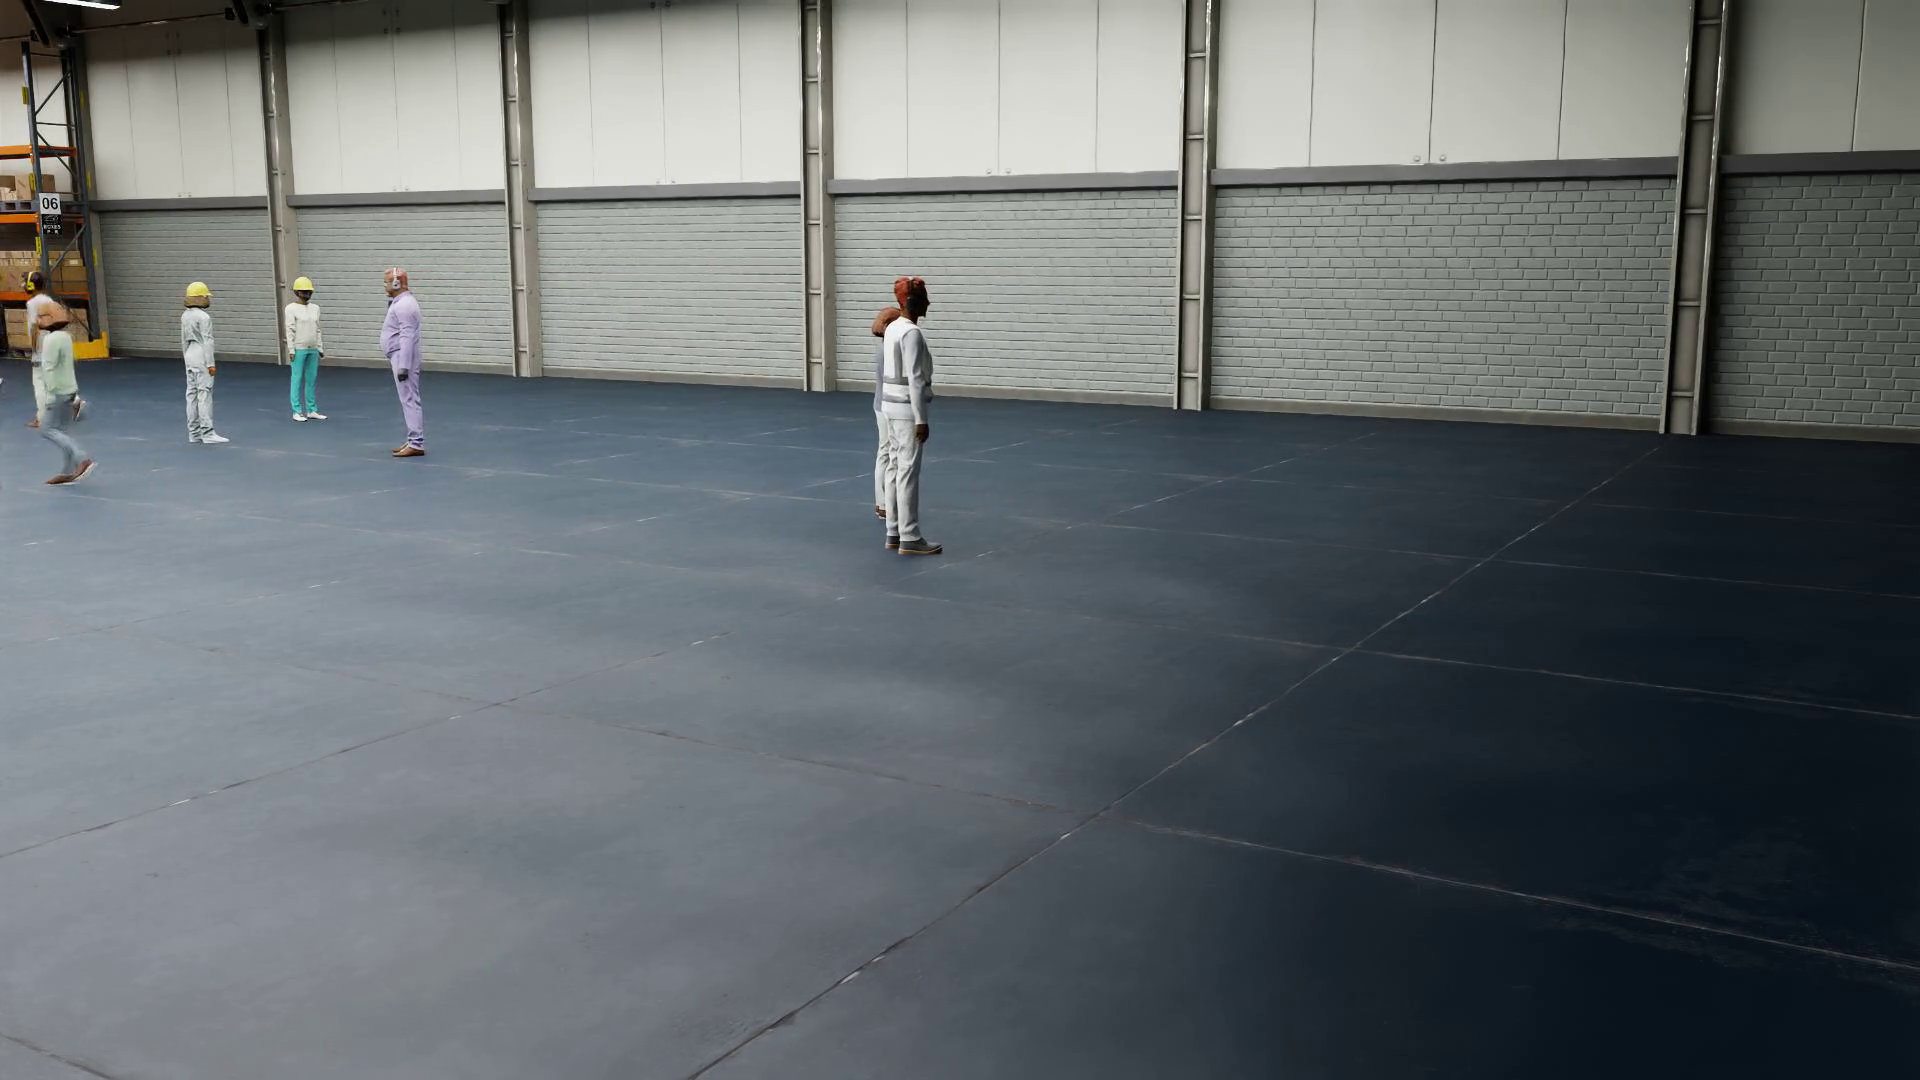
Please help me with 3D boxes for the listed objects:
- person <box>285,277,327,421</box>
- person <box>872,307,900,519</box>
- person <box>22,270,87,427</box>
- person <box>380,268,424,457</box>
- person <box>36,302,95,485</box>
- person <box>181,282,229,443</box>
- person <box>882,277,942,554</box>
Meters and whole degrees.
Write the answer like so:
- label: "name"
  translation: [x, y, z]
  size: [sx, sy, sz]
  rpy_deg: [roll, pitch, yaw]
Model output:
- label: "person"
  translation: [-8.055, -2.349, 20.497]
  size: [0.330, 1.768, 0.526]
  rpy_deg: [5, 11, 26]
- label: "person"
  translation: [-0.534, -0.979, 12.853]
  size: [0.286, 1.636, 0.498]
  rpy_deg: [-1, 10, -6]
- label: "person"
  translation: [-10.773, -2.247, 19.646]
  size: [0.620, 1.857, 0.535]
  rpy_deg: [0, 10, 0]
- label: "person"
  translation: [-5.654, -1.796, 16.854]
  size: [0.402, 1.904, 0.652]
  rpy_deg: [-3, 10, -16]
- label: "person"
  translation: [-7.923, -1.279, 14.634]
  size: [0.370, 1.620, 0.531]
  rpy_deg: [-2, 10, -11]
- label: "person"
  translation: [-8.244, -1.925, 18.080]
  size: [0.487, 1.744, 0.312]
  rpy_deg: [7, 12, 35]
- label: "person"
  translation: [-0.351, -0.846, 11.355]
  size: [0.359, 1.883, 0.573]
  rpy_deg: [-3, 10, -18]
